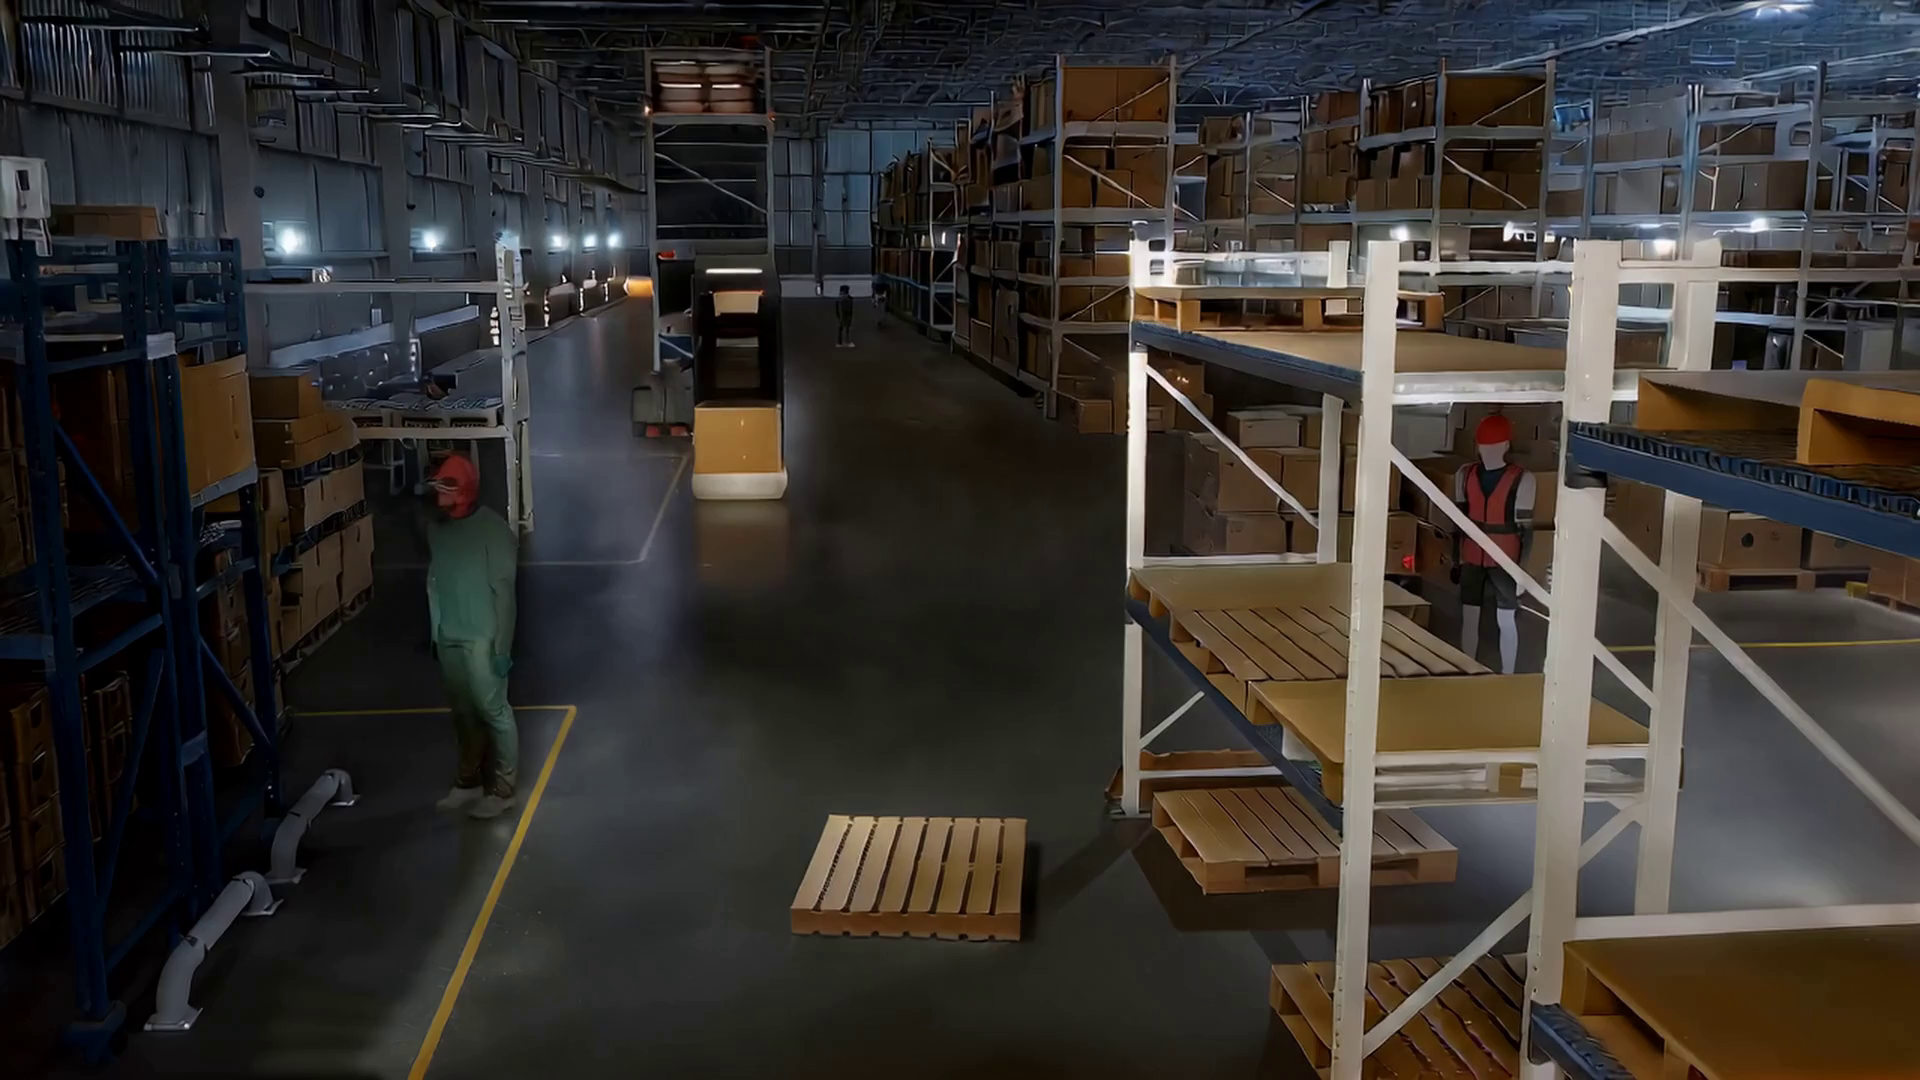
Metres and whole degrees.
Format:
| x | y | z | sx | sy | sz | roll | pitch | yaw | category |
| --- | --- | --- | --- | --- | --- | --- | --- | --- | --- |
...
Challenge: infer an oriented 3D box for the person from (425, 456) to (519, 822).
| x | y | z | sx | sy | sz | roll | pitch | yaw | category |
| --- | --- | --- | --- | --- | --- | --- | --- | --- | --- |
| -2.558 | 0.512 | 8.742 | 0.628 | 1.933 | 0.365 | 7 | 12 | 34 | person |

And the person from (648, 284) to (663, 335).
| x | y | z | sx | sy | sz | roll | pitch | yaw | category |
| --- | --- | --- | --- | --- | --- | --- | --- | --- | --- |
| -9.536 | -7.421 | 52.576 | 0.626 | 1.965 | 0.768 | -1 | 10 | -6 | person |

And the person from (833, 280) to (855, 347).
| x | y | z | sx | sy | sz | roll | pitch | yaw | category |
| --- | --- | --- | --- | --- | --- | --- | --- | --- | --- |
| -3.289 | -6.449 | 47.354 | 0.642 | 1.913 | 0.409 | 8 | 13 | 36 | person |

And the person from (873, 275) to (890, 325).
| x | y | z | sx | sy | sz | roll | pitch | yaw | category |
| --- | --- | --- | --- | --- | --- | --- | --- | --- | --- |
| -2.817 | -8.590 | 59.540 | 0.584 | 1.797 | 0.965 | -1 | 10 | -3 | person |

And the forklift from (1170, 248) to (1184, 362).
| x | y | z | sx | sy | sz | roll | pitch | yaw | category |
| --- | --- | --- | --- | --- | --- | --- | --- | --- | --- |
| 4.749 | -5.674 | 40.376 | 1.129 | 2.768 | 1.873 | -1 | 10 | -6 | forklift |

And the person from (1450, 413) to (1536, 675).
| x | y | z | sx | sy | sz | roll | pitch | yaw | category |
| --- | --- | --- | --- | --- | --- | --- | --- | --- | --- |
| 3.460 | 0.128 | 10.885 | 0.542 | 1.928 | 0.399 | 8 | 13 | 38 | person |

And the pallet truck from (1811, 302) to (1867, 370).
| x | y | z | sx | sy | sz | roll | pitch | yaw | category |
| --- | --- | --- | --- | --- | --- | --- | --- | --- | --- |
| 15.846 | -3.142 | 28.793 | 1.885 | 1.965 | 0.823 | 2 | 10 | 12 | pallet truck |

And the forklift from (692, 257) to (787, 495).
| x | y | z | sx | sy | sz | roll | pitch | yaw | category |
| --- | --- | --- | --- | --- | --- | --- | --- | --- | --- |
| -2.703 | -2.040 | 20.235 | 1.129 | 2.768 | 1.873 | -1 | 10 | -6 | forklift |
